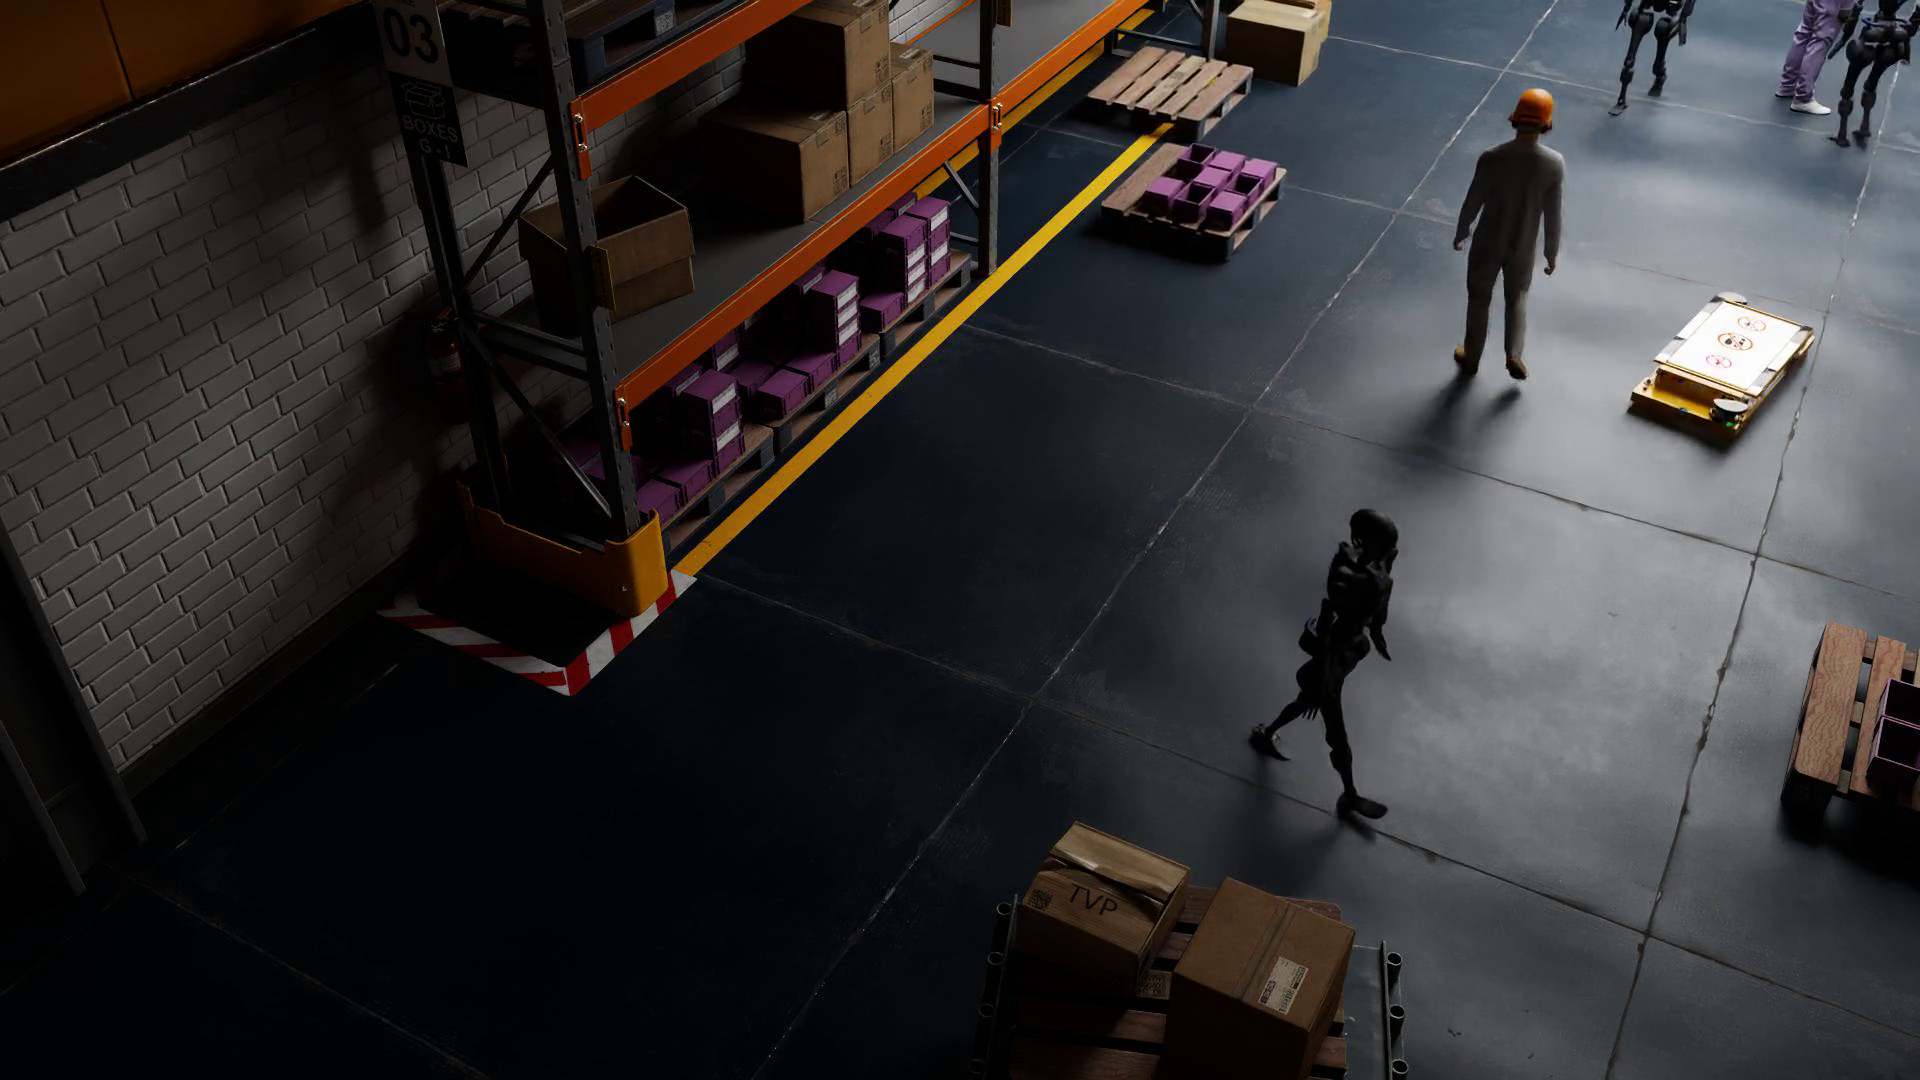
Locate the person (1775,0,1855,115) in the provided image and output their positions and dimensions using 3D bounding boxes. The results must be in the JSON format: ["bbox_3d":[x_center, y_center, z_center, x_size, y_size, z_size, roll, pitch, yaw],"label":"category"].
[{"bbox_3d":[7.078,-4.421,13.436,0.406,1.910,0.636,1,39,1],"label":"person"}]

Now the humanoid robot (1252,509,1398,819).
[{"bbox_3d":[1.740,0.499,7.512,0.791,1.621,0.589,29,47,31],"label":"humanoid robot"}]

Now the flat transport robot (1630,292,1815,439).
[{"bbox_3d":[4.910,-1.141,10.646,0.659,0.231,1.431,28,46,30],"label":"flat transport robot"}]

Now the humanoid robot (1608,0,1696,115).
[{"bbox_3d":[5.690,-4.304,13.513,0.589,1.654,0.733,26,46,29],"label":"humanoid robot"}]

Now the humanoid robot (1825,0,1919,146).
[{"bbox_3d":[7.157,-3.898,12.972,0.616,1.652,0.336,0,39,0],"label":"humanoid robot"}]

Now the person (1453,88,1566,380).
[{"bbox_3d":[3.363,-1.827,10.219,0.570,1.875,0.536,5,39,6],"label":"person"}]
